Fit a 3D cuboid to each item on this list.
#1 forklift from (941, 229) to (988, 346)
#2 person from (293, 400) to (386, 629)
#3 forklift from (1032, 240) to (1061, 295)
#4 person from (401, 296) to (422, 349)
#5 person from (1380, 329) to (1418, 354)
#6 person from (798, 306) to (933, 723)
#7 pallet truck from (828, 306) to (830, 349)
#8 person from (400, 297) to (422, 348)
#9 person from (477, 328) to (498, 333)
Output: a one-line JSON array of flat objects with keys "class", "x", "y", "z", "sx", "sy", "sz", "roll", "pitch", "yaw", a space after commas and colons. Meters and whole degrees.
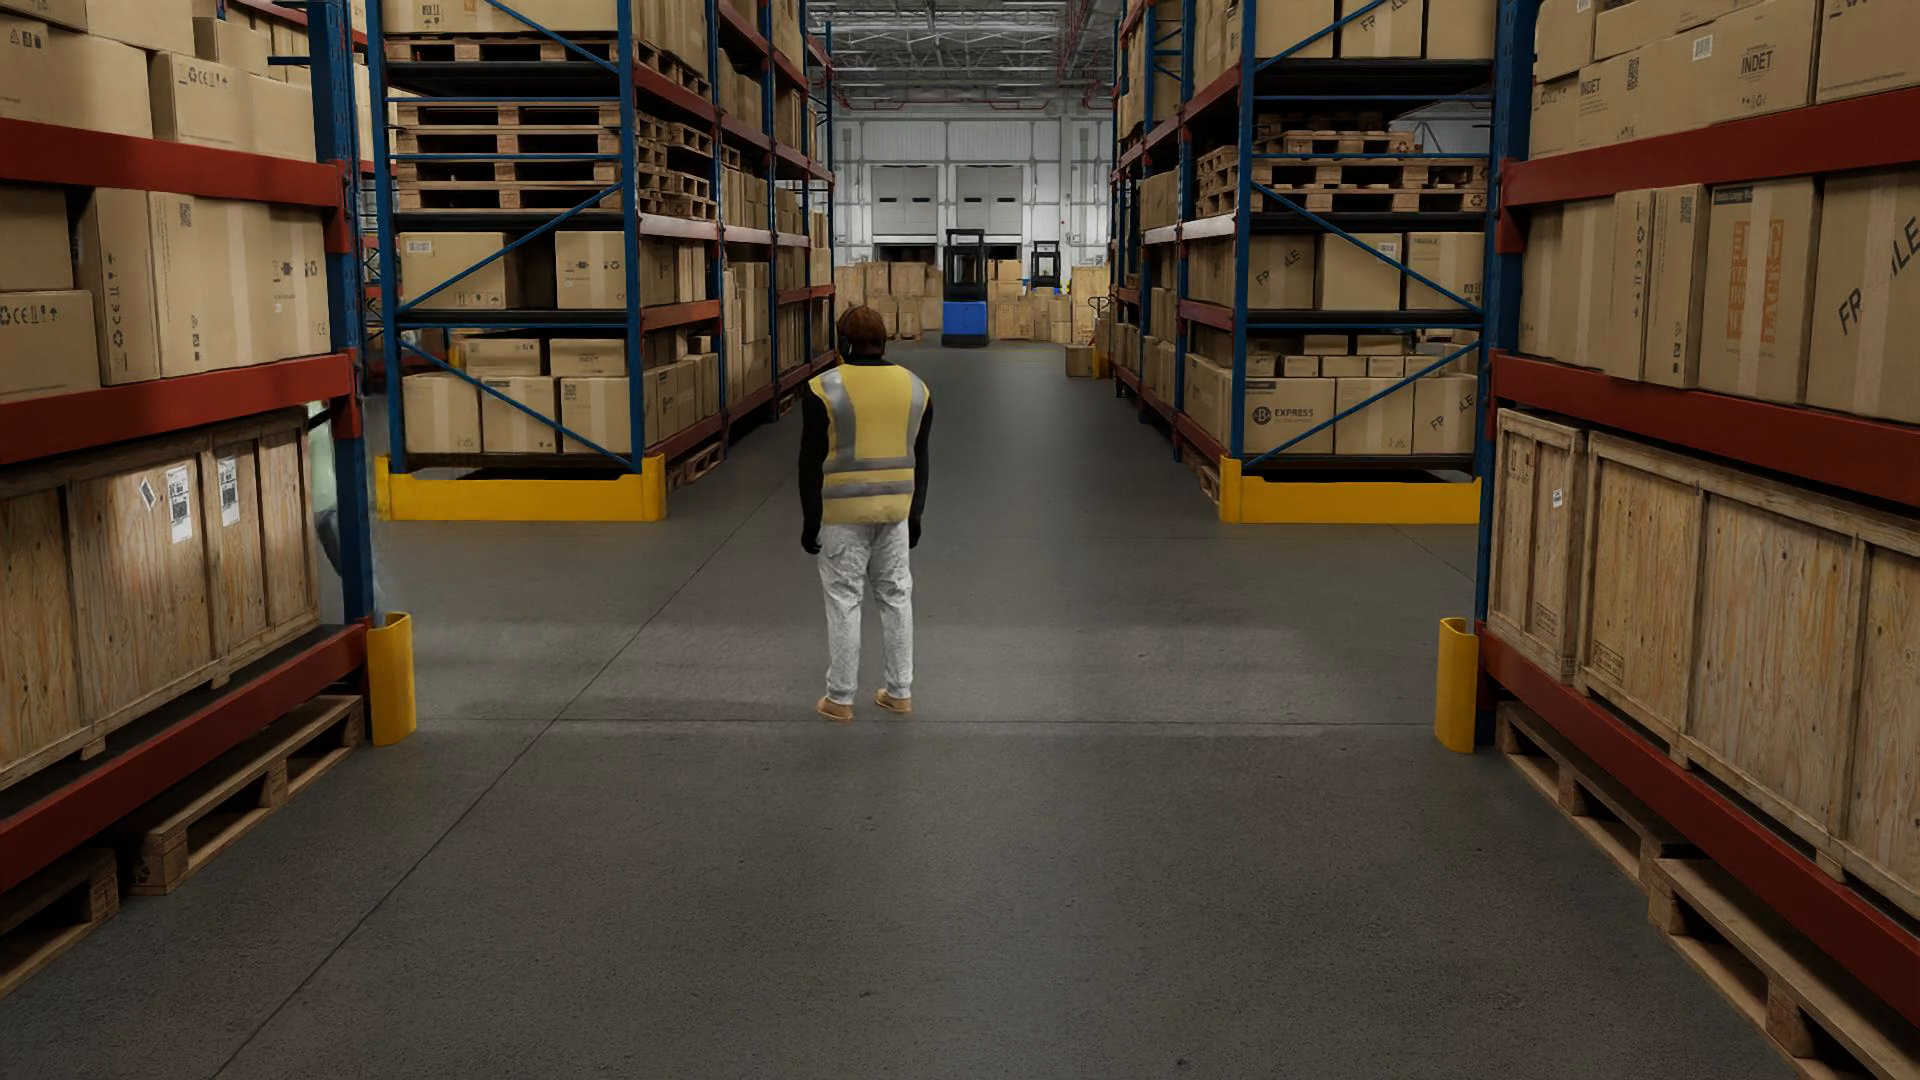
[{"class": "forklift", "x": 0.124, "y": -6.117, "z": 40.203, "sx": 1.129, "sy": 2.768, "sz": 1.873, "roll": 0, "pitch": 9, "yaw": 1}, {"class": "person", "x": -3.322, "y": -0.164, "z": 8.420, "sx": 0.879, "sy": 1.586, "sz": 0.513, "roll": 0, "pitch": 9, "yaw": 1}, {"class": "forklift", "x": 3.172, "y": -9.648, "z": 61.356, "sx": 1.129, "sy": 2.768, "sz": 1.873, "roll": 0, "pitch": 9, "yaw": 1}, {"class": "person", "x": -11.360, "y": -4.722, "z": 34.662, "sx": 0.366, "sy": 1.939, "sz": 0.635, "roll": 8, "pitch": 12, "yaw": 40}, {"class": "person", "x": 6.048, "y": -2.635, "z": 23.010, "sx": 0.548, "sy": 1.640, "sz": 0.889, "roll": 2, "pitch": 10, "yaw": 10}, {"class": "person", "x": -0.429, "y": -0.109, "z": 7.367, "sx": 0.619, "sy": 1.836, "sz": 0.431, "roll": -6, "pitch": 11, "yaw": -31}, {"class": "pallet truck", "x": -3.100, "y": -3.940, "z": 29.800, "sx": 1.885, "sy": 1.965, "sz": 0.823, "roll": 3, "pitch": 10, "yaw": 19}, {"class": "person", "x": -10.948, "y": -4.326, "z": 33.221, "sx": 0.494, "sy": 1.619, "sz": 0.530, "roll": 9, "pitch": 13, "yaw": 43}, {"class": "person", "x": -8.957, "y": -4.155, "z": 31.317, "sx": 0.649, "sy": 1.915, "sz": 0.563, "roll": 1, "pitch": 10, "yaw": 4}]
